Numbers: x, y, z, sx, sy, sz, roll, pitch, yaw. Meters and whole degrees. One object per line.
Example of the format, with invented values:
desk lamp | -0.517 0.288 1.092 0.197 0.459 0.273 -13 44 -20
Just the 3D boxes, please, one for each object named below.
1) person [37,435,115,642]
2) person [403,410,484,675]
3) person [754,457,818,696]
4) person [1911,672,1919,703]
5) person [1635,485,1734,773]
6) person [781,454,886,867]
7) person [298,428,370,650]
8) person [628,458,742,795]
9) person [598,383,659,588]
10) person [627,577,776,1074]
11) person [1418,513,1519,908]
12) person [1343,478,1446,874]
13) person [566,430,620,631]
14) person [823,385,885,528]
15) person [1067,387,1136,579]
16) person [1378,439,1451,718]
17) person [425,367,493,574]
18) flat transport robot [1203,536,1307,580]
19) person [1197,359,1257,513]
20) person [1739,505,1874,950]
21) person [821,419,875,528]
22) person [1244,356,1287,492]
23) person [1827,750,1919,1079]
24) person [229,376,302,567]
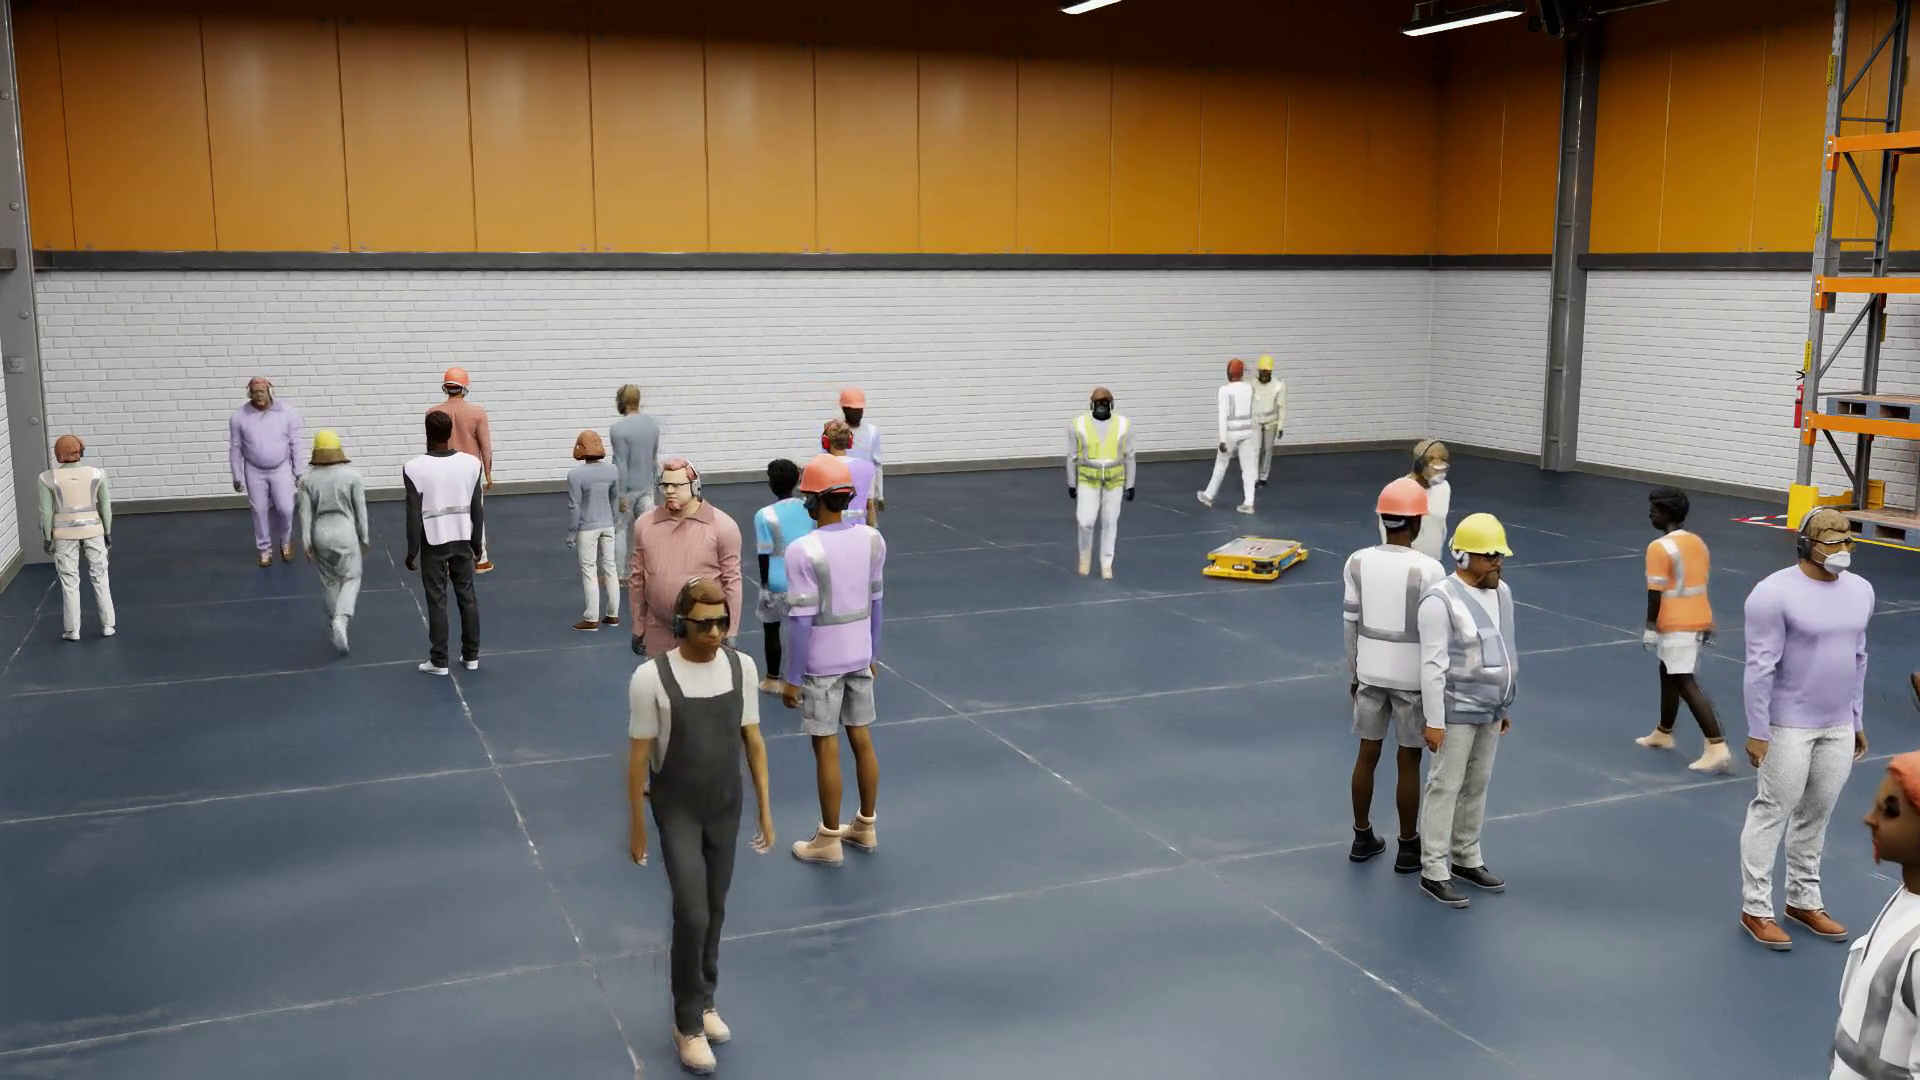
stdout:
person | -6.971 -0.011 13.142 0.515 1.633 0.315 -7 12 -36
person | -3.736 0.022 12.087 0.596 1.916 0.385 -9 13 -42
person | -1.126 0.276 11.255 0.530 1.672 0.715 -6 11 -33
person | 6.551 0.288 10.593 0.600 1.887 0.645 9 13 43
person | 4.342 0.525 9.860 0.548 1.667 0.727 -7 12 -37
person | -0.641 0.593 8.239 0.387 2.045 0.605 9 13 43
person | -4.847 -0.008 12.855 0.489 1.718 0.706 -1 9 -7
person | -1.545 0.490 9.280 0.651 1.907 0.409 2 10 11
person | -2.911 -0.474 15.142 0.937 1.908 0.642 5 11 28
person | -0.929 1.044 6.185 0.518 1.823 0.641 -7 12 -37
person | 2.380 0.778 7.758 0.603 1.830 0.404 -7 12 -38
person | 2.140 0.660 8.153 0.544 1.938 0.355 9 13 43
person | -2.984 -0.077 13.539 0.284 1.633 0.497 7 12 38
person | -0.970 -0.429 14.821 0.560 1.921 0.742 -5 11 -29
person | 1.336 -0.533 15.730 0.645 1.826 0.443 0 9 -1
person | 2.954 0.286 10.611 0.678 1.877 0.992 -6 11 -32
person | -4.800 -0.662 15.990 0.612 1.995 0.378 -1 9 -5
flat transport robot | 2.890 0.164 16.196 0.652 0.197 1.431 4 10 25
person | 3.287 -1.266 20.139 0.595 1.824 1.004 -5 11 -28
person | 3.690 0.808 7.251 0.635 1.938 0.361 -3 10 -18
person | -0.869 0.045 12.158 0.564 1.845 0.389 -6 11 -32
person | 3.980 -1.518 21.826 0.600 1.773 0.963 2 10 10
person | 2.176 1.397 3.851 0.355 1.884 0.576 5 10 26
person | -6.826 -0.670 16.365 0.668 1.888 0.433 -3 10 -20
